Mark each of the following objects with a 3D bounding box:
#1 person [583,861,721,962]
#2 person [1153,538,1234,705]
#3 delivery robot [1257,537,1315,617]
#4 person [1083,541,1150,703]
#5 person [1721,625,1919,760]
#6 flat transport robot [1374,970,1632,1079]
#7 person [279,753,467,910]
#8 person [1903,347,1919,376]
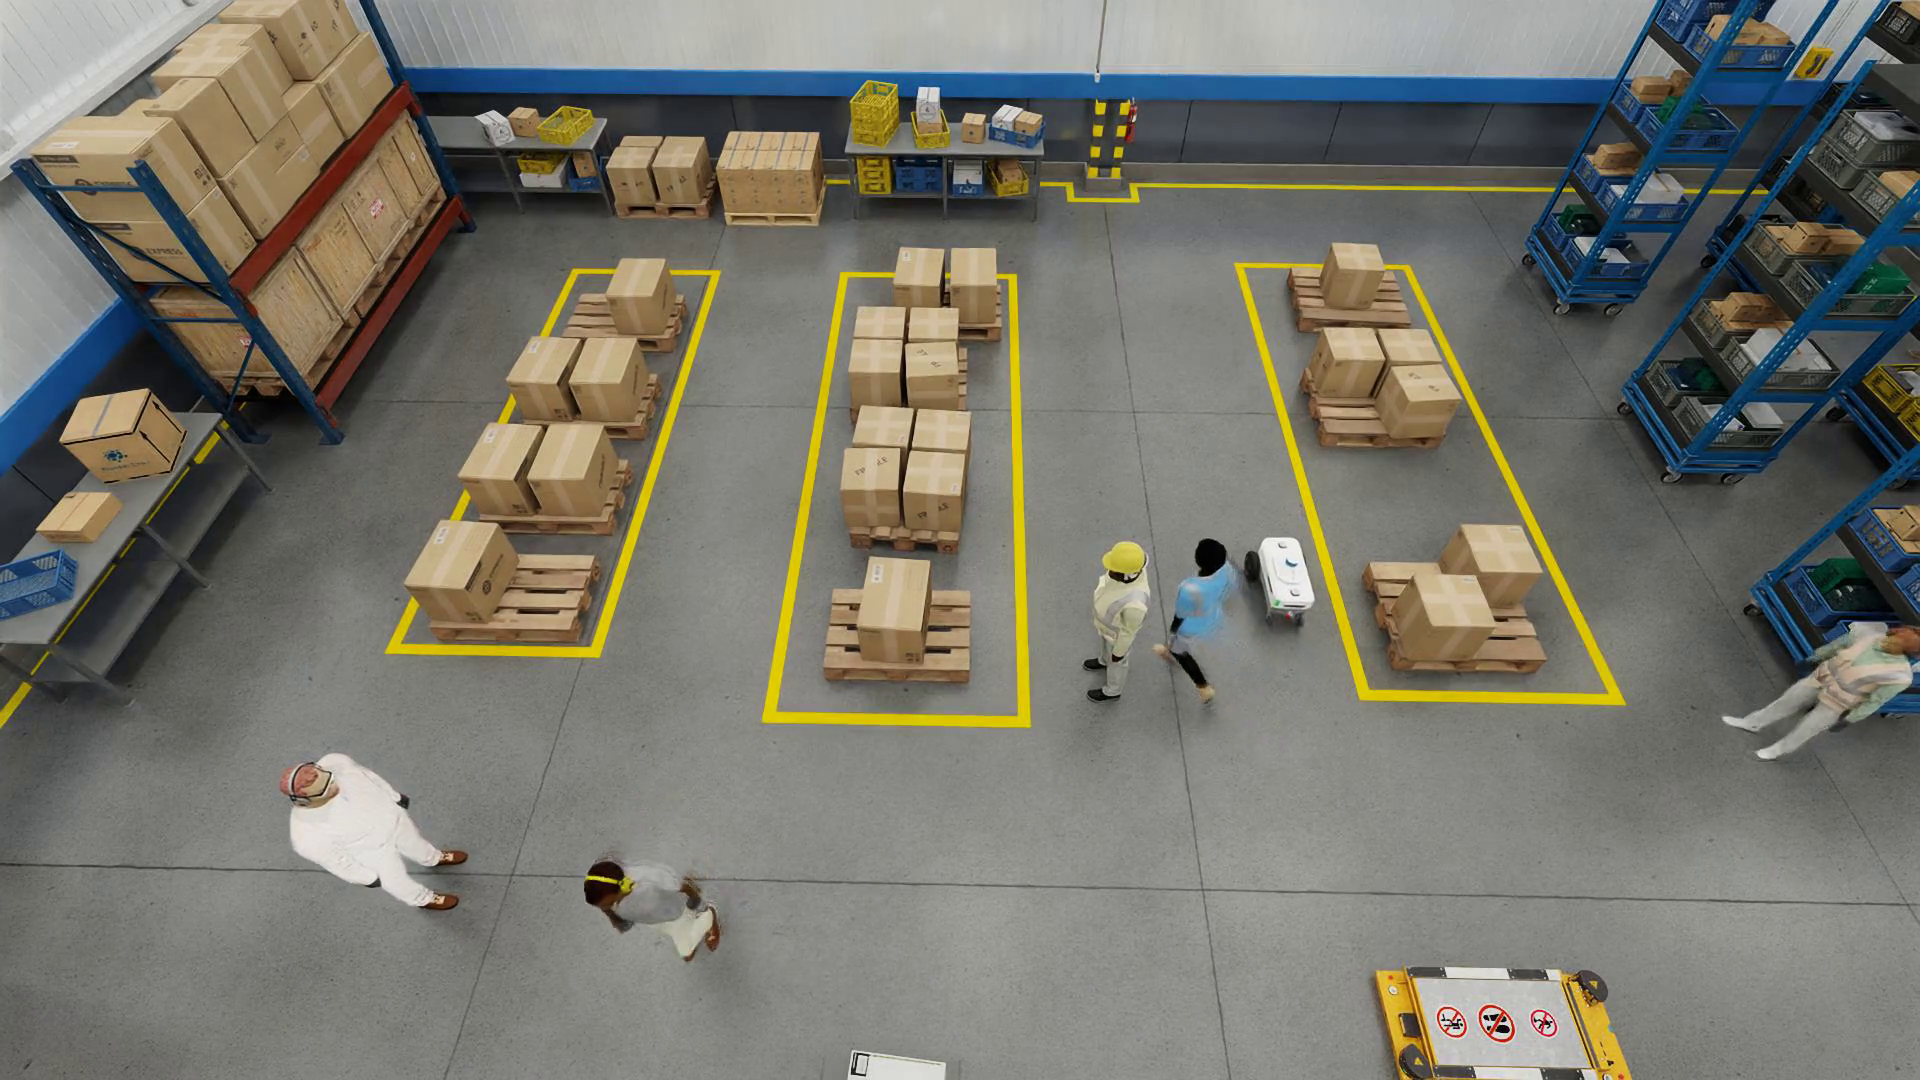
[{"bbox_3d":[-1.855,2.263,5.620,0.548,1.831,0.498,1,51,1],"label":"person"},{"bbox_3d":[1.865,0.636,7.053,0.541,1.684,0.691,-33,58,-24],"label":"person"},{"bbox_3d":[2.832,0.311,7.974,0.477,0.478,0.707,1,51,1],"label":"delivery robot"},{"bbox_3d":[1.188,0.617,6.972,0.403,1.824,0.597,-1,51,-1],"label":"person"},{"bbox_3d":[6.354,1.093,6.710,0.339,1.630,0.608,2,51,1],"label":"person"},{"bbox_3d":[3.501,3.133,5.914,1.431,0.197,0.652,1,51,1],"label":"flat transport robot"},{"bbox_3d":[-3.742,1.897,5.883,0.401,1.901,0.646,-4,51,-3],"label":"person"},{"bbox_3d":[10.732,-2.569,9.460,0.389,1.992,0.624,18,53,14],"label":"person"}]
